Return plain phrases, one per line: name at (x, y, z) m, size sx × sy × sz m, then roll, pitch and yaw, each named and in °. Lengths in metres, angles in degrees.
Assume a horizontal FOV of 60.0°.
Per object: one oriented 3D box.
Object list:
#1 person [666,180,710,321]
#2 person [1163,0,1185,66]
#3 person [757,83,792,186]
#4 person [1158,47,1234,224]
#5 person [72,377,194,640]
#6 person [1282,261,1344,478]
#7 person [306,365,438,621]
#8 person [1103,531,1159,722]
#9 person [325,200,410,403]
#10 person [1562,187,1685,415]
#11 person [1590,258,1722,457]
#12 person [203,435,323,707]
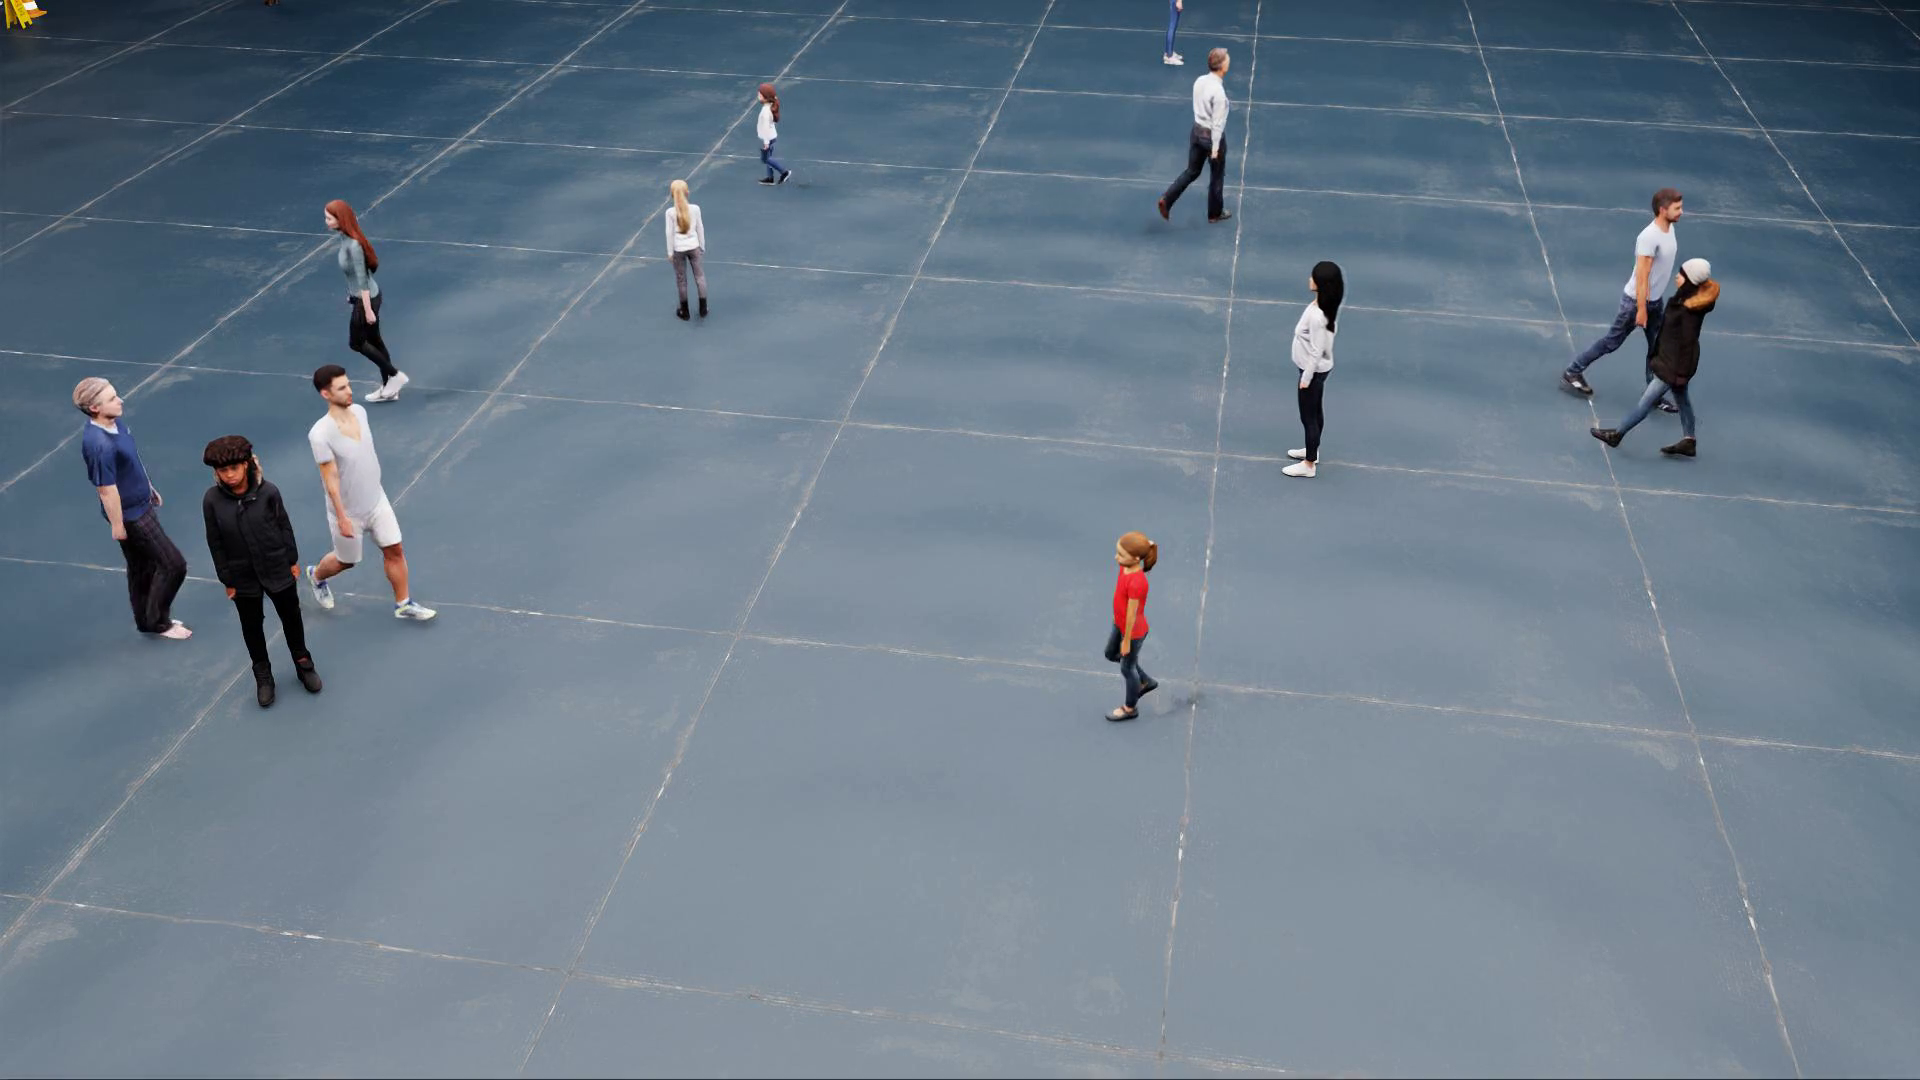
person at (-2.445, -2.596, 14.858) m, size 0.551 × 1.278 × 0.635 m, roll -12°, pitch 34°, yaw -18°
person at (2.799, -7.078, 21.528) m, size 0.518 × 1.743 × 0.576 m, roll 3°, pitch 32°, yaw 5°
person at (-1.995, -4.318, 17.751) m, size 0.611 × 1.104 × 0.473 m, roll 2°, pitch 32°, yaw 3°
person at (2.400, -4.001, 16.597) m, size 1.199 × 1.798 × 1.076 m, roll -15°, pitch 35°, yaw -23°
person at (-5.314, -0.168, 10.464) m, size 0.828 × 1.859 × 0.797 m, roll -11°, pitch 34°, yaw -17°
person at (2.639, -1.275, 12.369) m, size 0.597 × 1.700 × 0.650 m, roll 11°, pitch 34°, yaw 16°
person at (-3.958, -0.265, 10.647) m, size 1.205 × 1.828 × 0.851 m, roll 12°, pitch 34°, yaw 18°
person at (1.077, 0.514, 9.906) m, size 0.644 × 1.302 × 0.574 m, roll -6°, pitch 33°, yaw -9°
person at (-4.687, -1.907, 13.338) m, size 0.764 × 1.734 × 0.726 m, roll -10°, pitch 34°, yaw -15°
person at (5.336, -1.919, 13.274) m, size 1.294 × 1.822 × 1.096 m, roll 26°, pitch 41°, yaw 35°
person at (5.487, -1.329, 12.556) m, size 1.065 × 1.590 × 0.741 m, roll 10°, pitch 34°, yaw 16°
person at (-4.230, 0.158, 10.023) m, size 0.712 × 1.779 × 0.792 m, roll -15°, pitch 35°, yaw -23°
